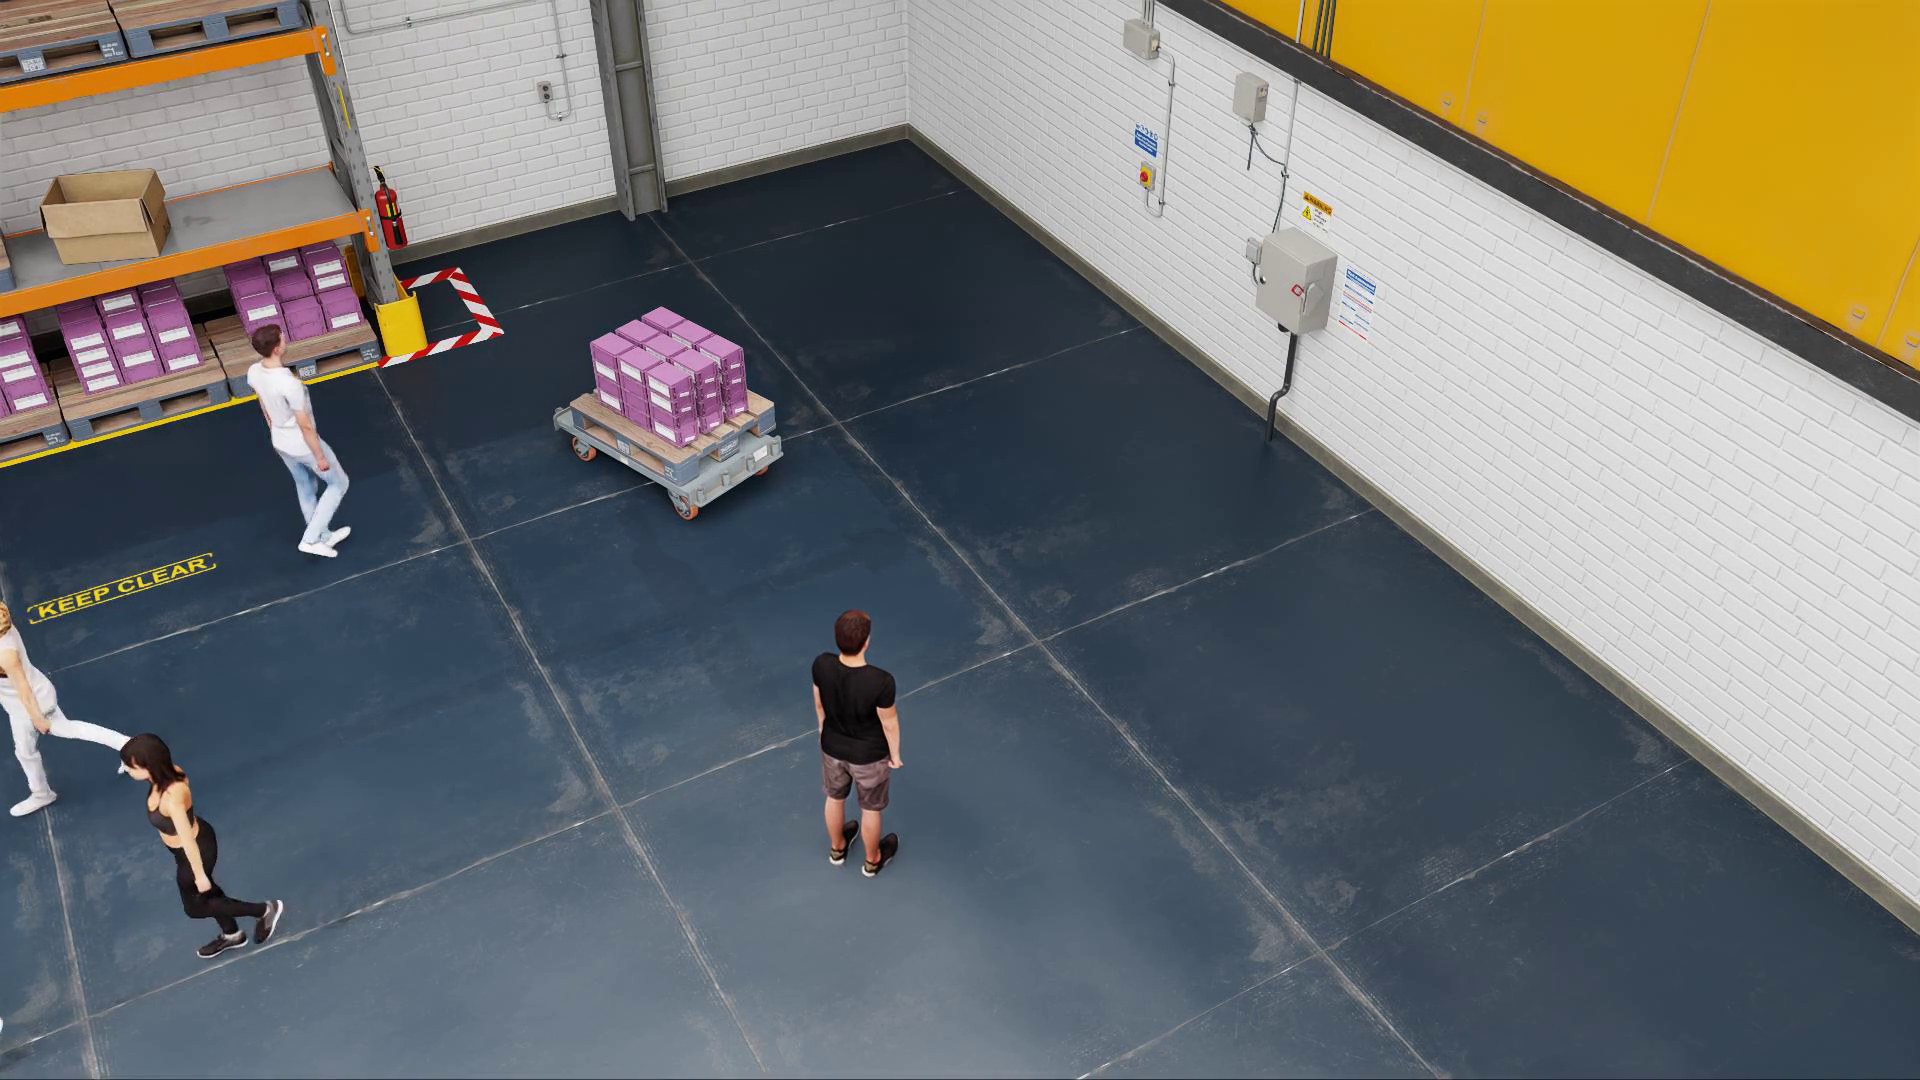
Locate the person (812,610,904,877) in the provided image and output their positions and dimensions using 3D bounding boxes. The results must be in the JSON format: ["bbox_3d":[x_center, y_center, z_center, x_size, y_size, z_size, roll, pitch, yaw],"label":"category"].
[{"bbox_3d":[-0.596,1.130,9.175,0.740,1.860,0.786,12,40,15],"label":"person"}]

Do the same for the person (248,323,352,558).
[{"bbox_3d":[-4.578,-0.604,11.361,0.830,1.843,0.882,21,43,25],"label":"person"}]

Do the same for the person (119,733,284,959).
[{"bbox_3d":[-3.957,1.611,8.757,0.708,1.631,0.577,-22,44,-25],"label":"person"}]

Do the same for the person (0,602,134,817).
[{"bbox_3d":[-5.329,0.886,9.658,1.018,1.639,0.605,-19,42,-22],"label":"person"}]
